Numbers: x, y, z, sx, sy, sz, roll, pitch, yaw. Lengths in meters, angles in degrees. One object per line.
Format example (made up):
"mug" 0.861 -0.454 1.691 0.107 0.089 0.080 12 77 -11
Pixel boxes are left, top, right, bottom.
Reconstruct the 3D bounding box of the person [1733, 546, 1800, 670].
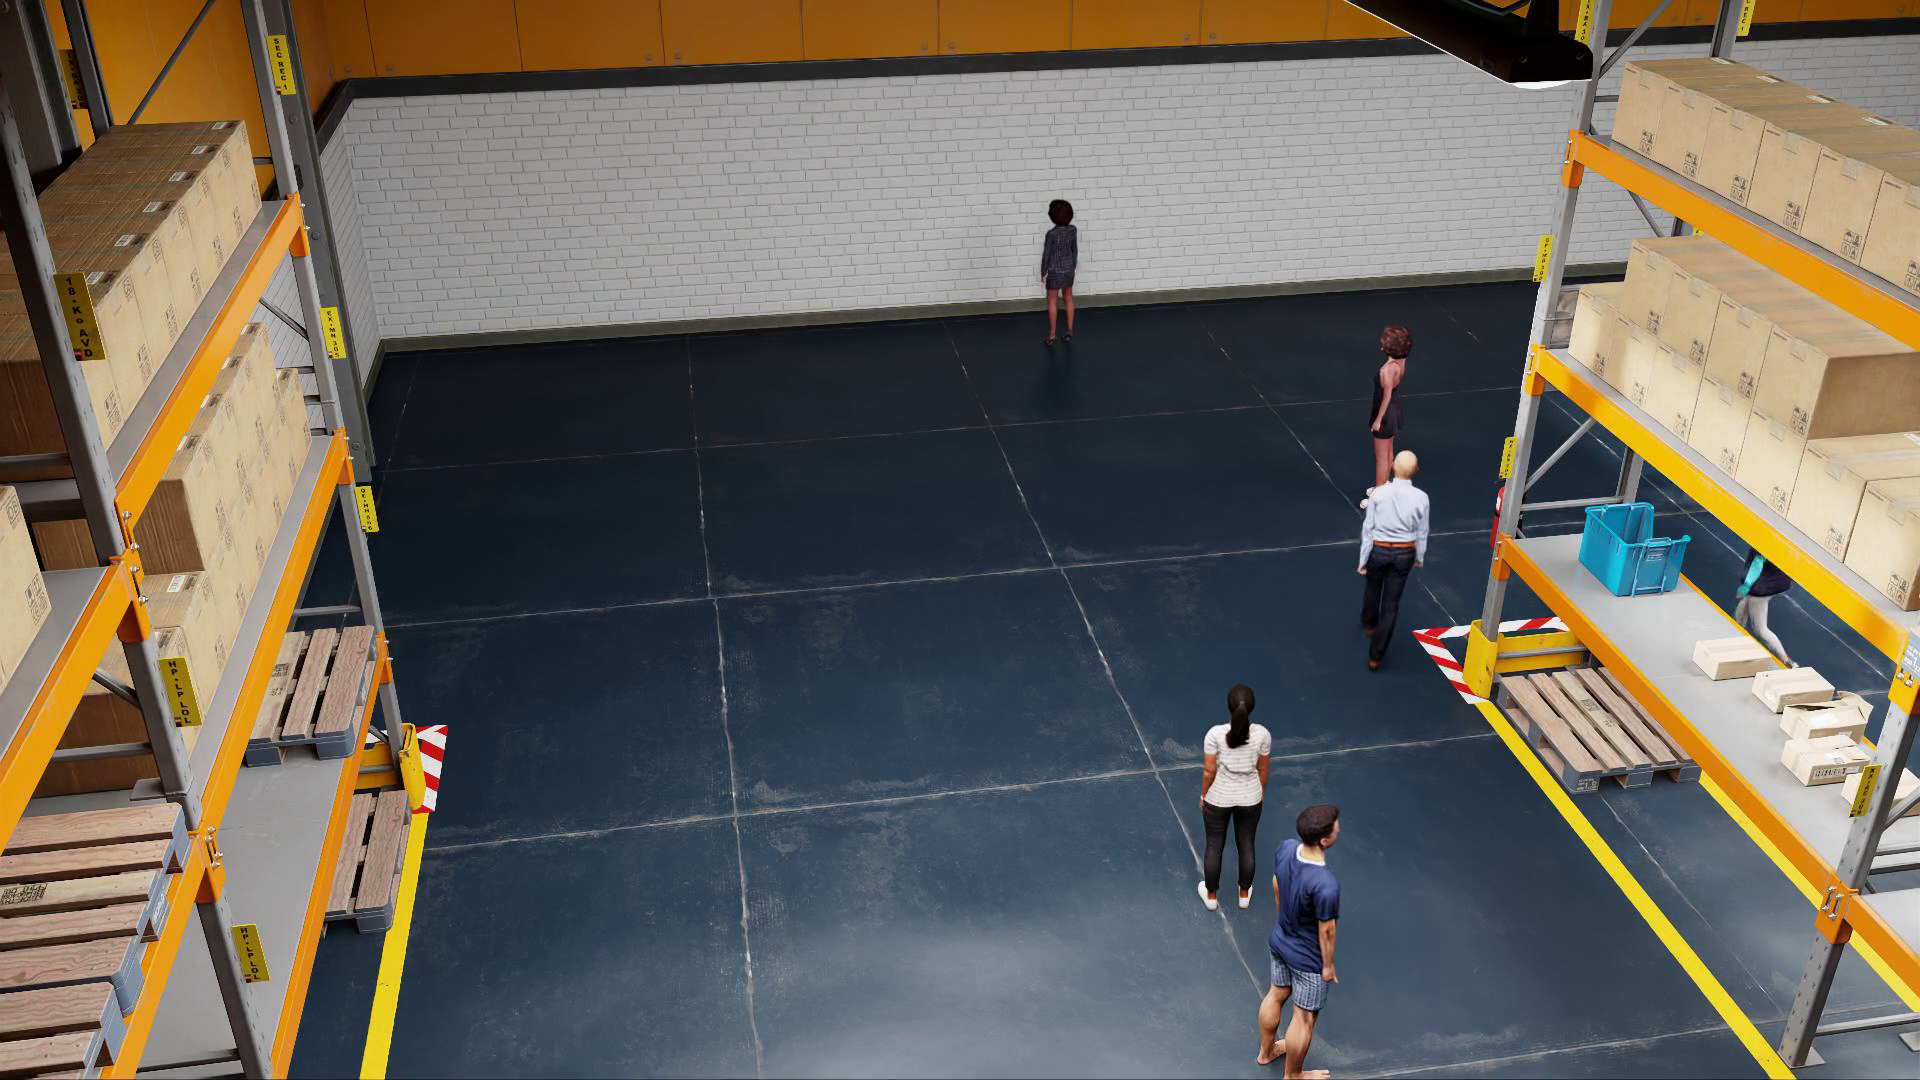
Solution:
"person" 6.217 0.373 12.741 1.022 1.475 0.924 21 35 34

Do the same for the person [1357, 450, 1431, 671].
"person" 3.303 0.194 12.773 0.918 1.761 1.130 7 29 13

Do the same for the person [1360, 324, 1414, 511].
"person" 3.889 -1.122 15.155 0.707 1.790 0.629 13 31 23

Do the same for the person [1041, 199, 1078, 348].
"person" 1.126 -2.991 18.678 0.693 1.697 0.662 -15 32 -26

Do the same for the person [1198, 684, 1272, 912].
"person" 1.697 1.596 10.321 0.600 1.646 0.569 0 29 -1

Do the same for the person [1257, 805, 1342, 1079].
"person" 1.848 2.195 9.013 0.742 1.848 0.589 -14 31 -23
